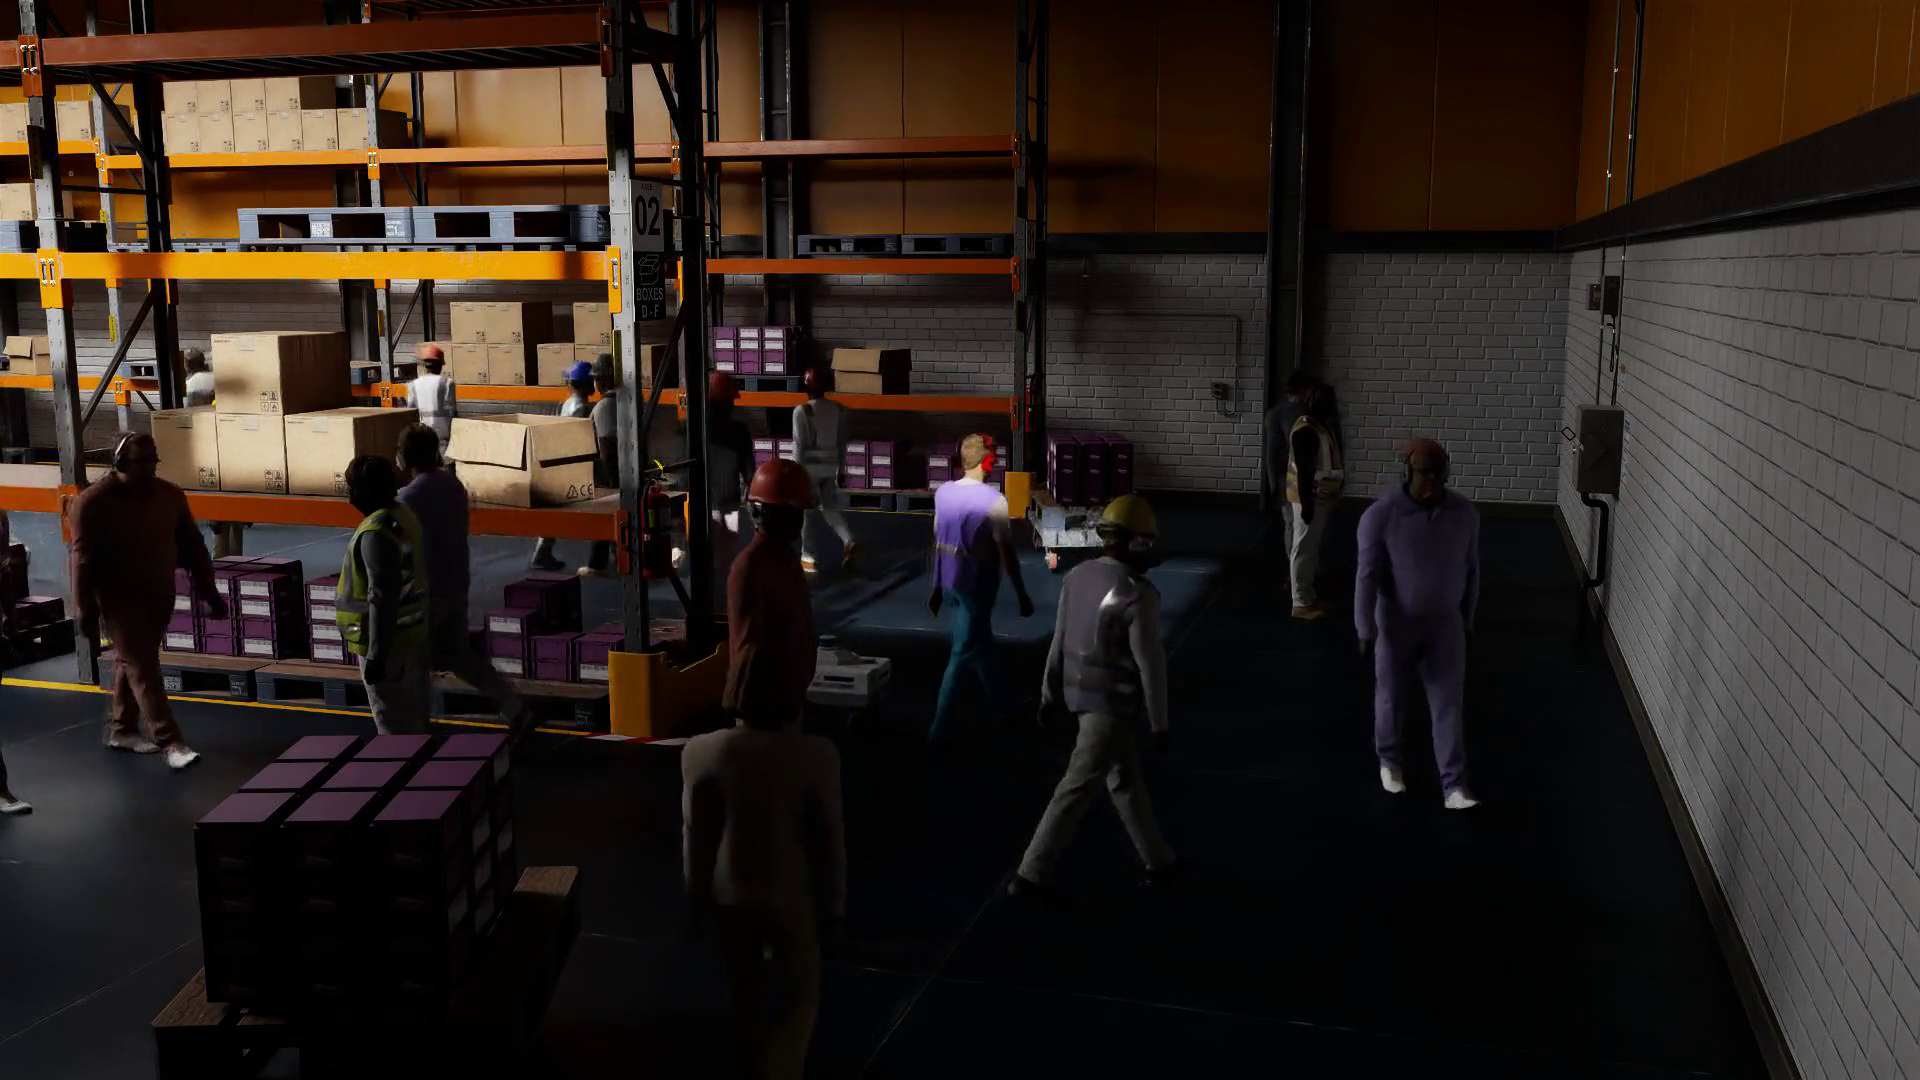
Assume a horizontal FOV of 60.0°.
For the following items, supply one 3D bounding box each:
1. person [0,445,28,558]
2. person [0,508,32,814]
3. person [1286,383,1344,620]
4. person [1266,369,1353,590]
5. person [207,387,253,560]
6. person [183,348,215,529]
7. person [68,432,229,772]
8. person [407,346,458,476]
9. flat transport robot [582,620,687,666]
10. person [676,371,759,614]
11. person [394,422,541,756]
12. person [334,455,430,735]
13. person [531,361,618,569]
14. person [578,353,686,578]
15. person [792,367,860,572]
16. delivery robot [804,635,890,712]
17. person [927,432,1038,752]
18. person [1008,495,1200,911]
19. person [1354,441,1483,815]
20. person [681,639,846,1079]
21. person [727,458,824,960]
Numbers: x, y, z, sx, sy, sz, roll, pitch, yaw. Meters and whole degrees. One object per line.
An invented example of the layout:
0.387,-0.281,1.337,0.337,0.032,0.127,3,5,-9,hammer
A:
-8.522,-0.548,14.467,0.506,1.859,0.514,2,10,14,person
-4.891,0.449,8.168,0.368,1.928,0.585,5,10,26,person
2.788,-0.310,13.070,0.430,1.841,0.624,4,10,22,person
2.965,-0.510,14.130,0.764,1.893,0.467,0,9,1,person
-5.538,-0.247,12.610,0.329,1.865,0.515,1,9,4,person
-8.015,-1.044,17.342,0.945,1.897,0.664,0,9,2,person
-4.422,0.333,9.098,0.990,1.844,0.671,5,10,27,person
-5.717,-1.147,18.078,0.770,1.884,0.554,2,10,13,person
-1.963,0.719,11.563,1.431,0.197,0.652,3,10,17,flat transport robot
-1.708,-0.238,12.176,0.653,1.979,0.572,-9,13,-44,person
-2.783,0.308,9.114,0.852,1.914,0.638,2,10,12,person
-2.818,0.499,8.134,0.429,1.839,0.634,-1,9,-8,person
-3.447,-0.673,15.125,1.012,1.904,0.605,-5,10,-26,person
-2.916,-0.659,14.579,0.933,2.000,0.677,4,10,24,person
-1.223,-0.607,14.813,0.586,1.862,0.725,-8,12,-41,person
-0.780,0.807,9.877,0.707,0.478,0.477,3,10,15,delivery robot
0.142,0.283,9.573,0.928,1.797,0.569,-6,11,-34,person
0.616,0.696,7.174,0.951,1.771,0.618,-4,10,-24,person
2.330,0.445,8.363,0.680,1.860,0.949,0,9,-3,person
-0.607,1.115,5.076,0.508,1.617,0.632,1,9,4,person
-0.735,0.661,6.678,0.391,1.990,0.623,2,9,9,person
